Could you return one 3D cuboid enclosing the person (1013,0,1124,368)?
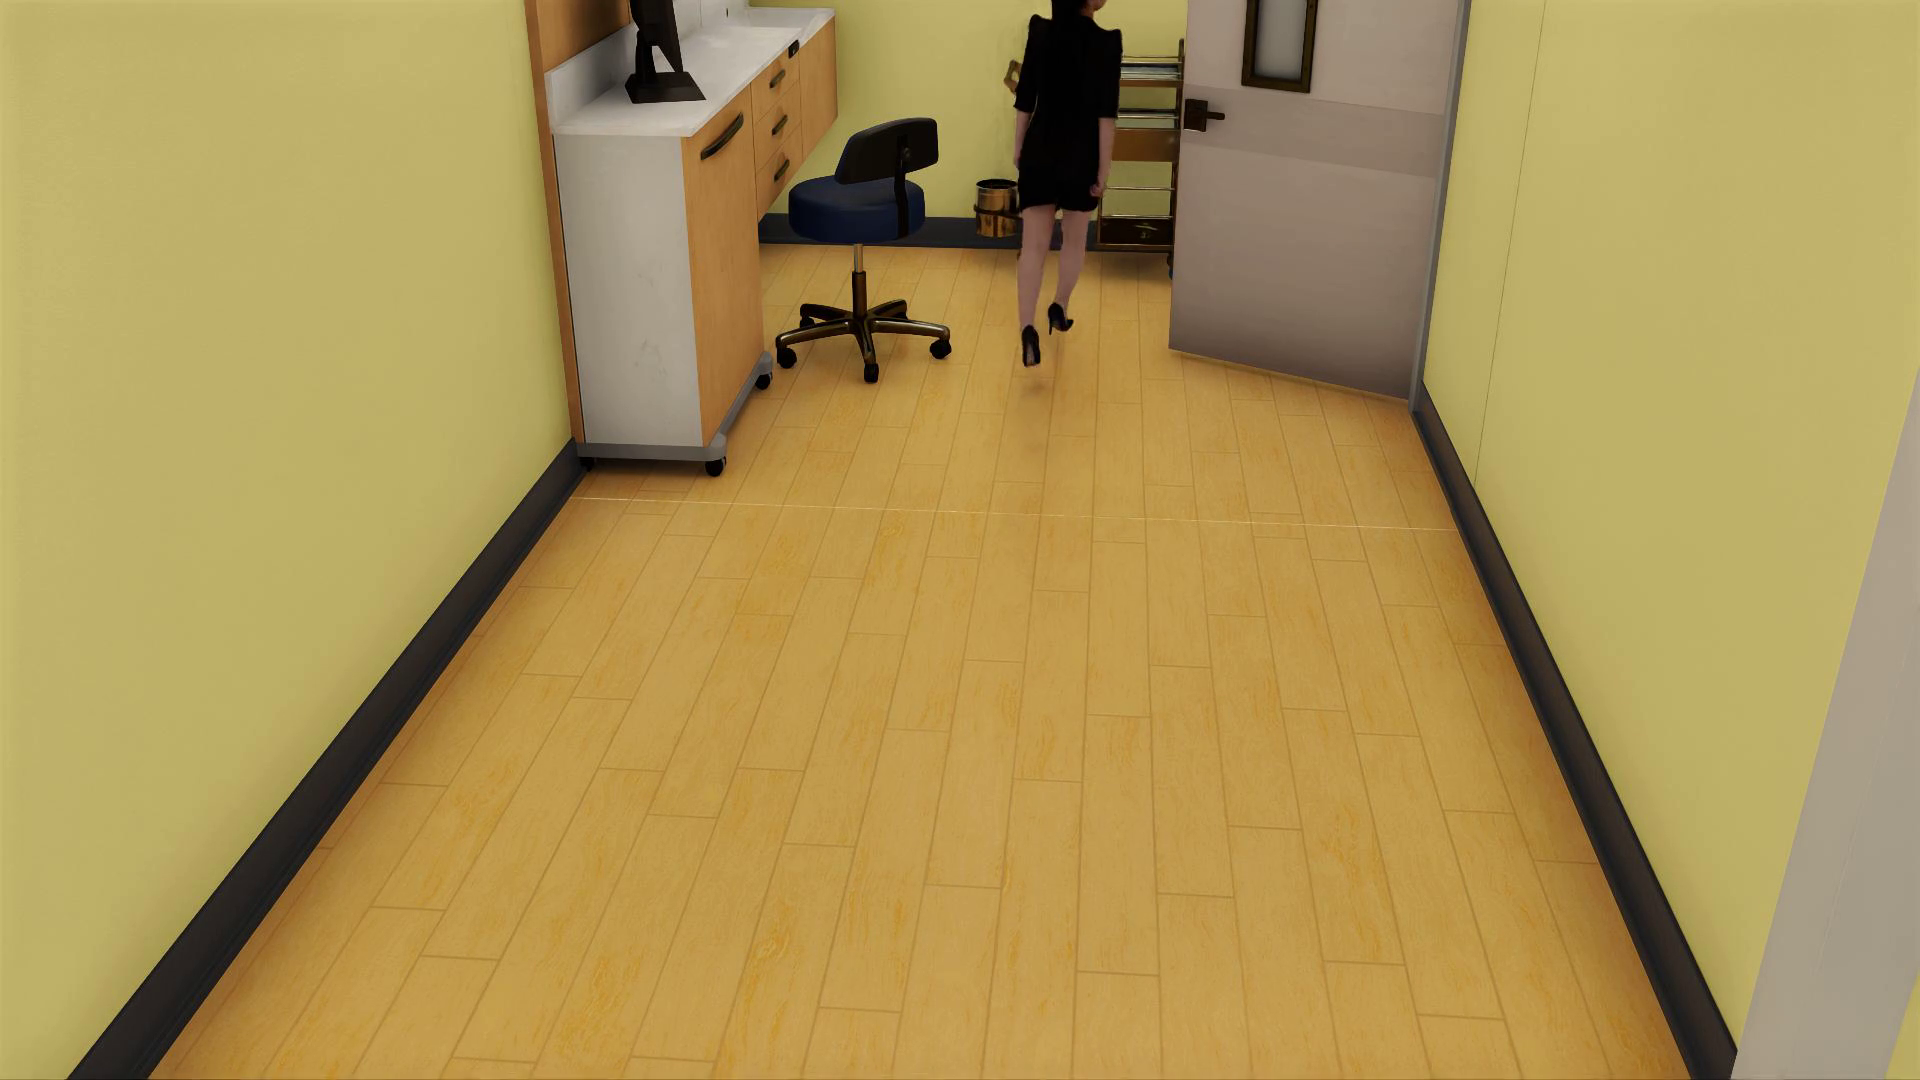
[{"bbox_3d":[0.394,-1.498,6.844,1.019,1.646,0.799,5,26,10],"label":"person"}]
